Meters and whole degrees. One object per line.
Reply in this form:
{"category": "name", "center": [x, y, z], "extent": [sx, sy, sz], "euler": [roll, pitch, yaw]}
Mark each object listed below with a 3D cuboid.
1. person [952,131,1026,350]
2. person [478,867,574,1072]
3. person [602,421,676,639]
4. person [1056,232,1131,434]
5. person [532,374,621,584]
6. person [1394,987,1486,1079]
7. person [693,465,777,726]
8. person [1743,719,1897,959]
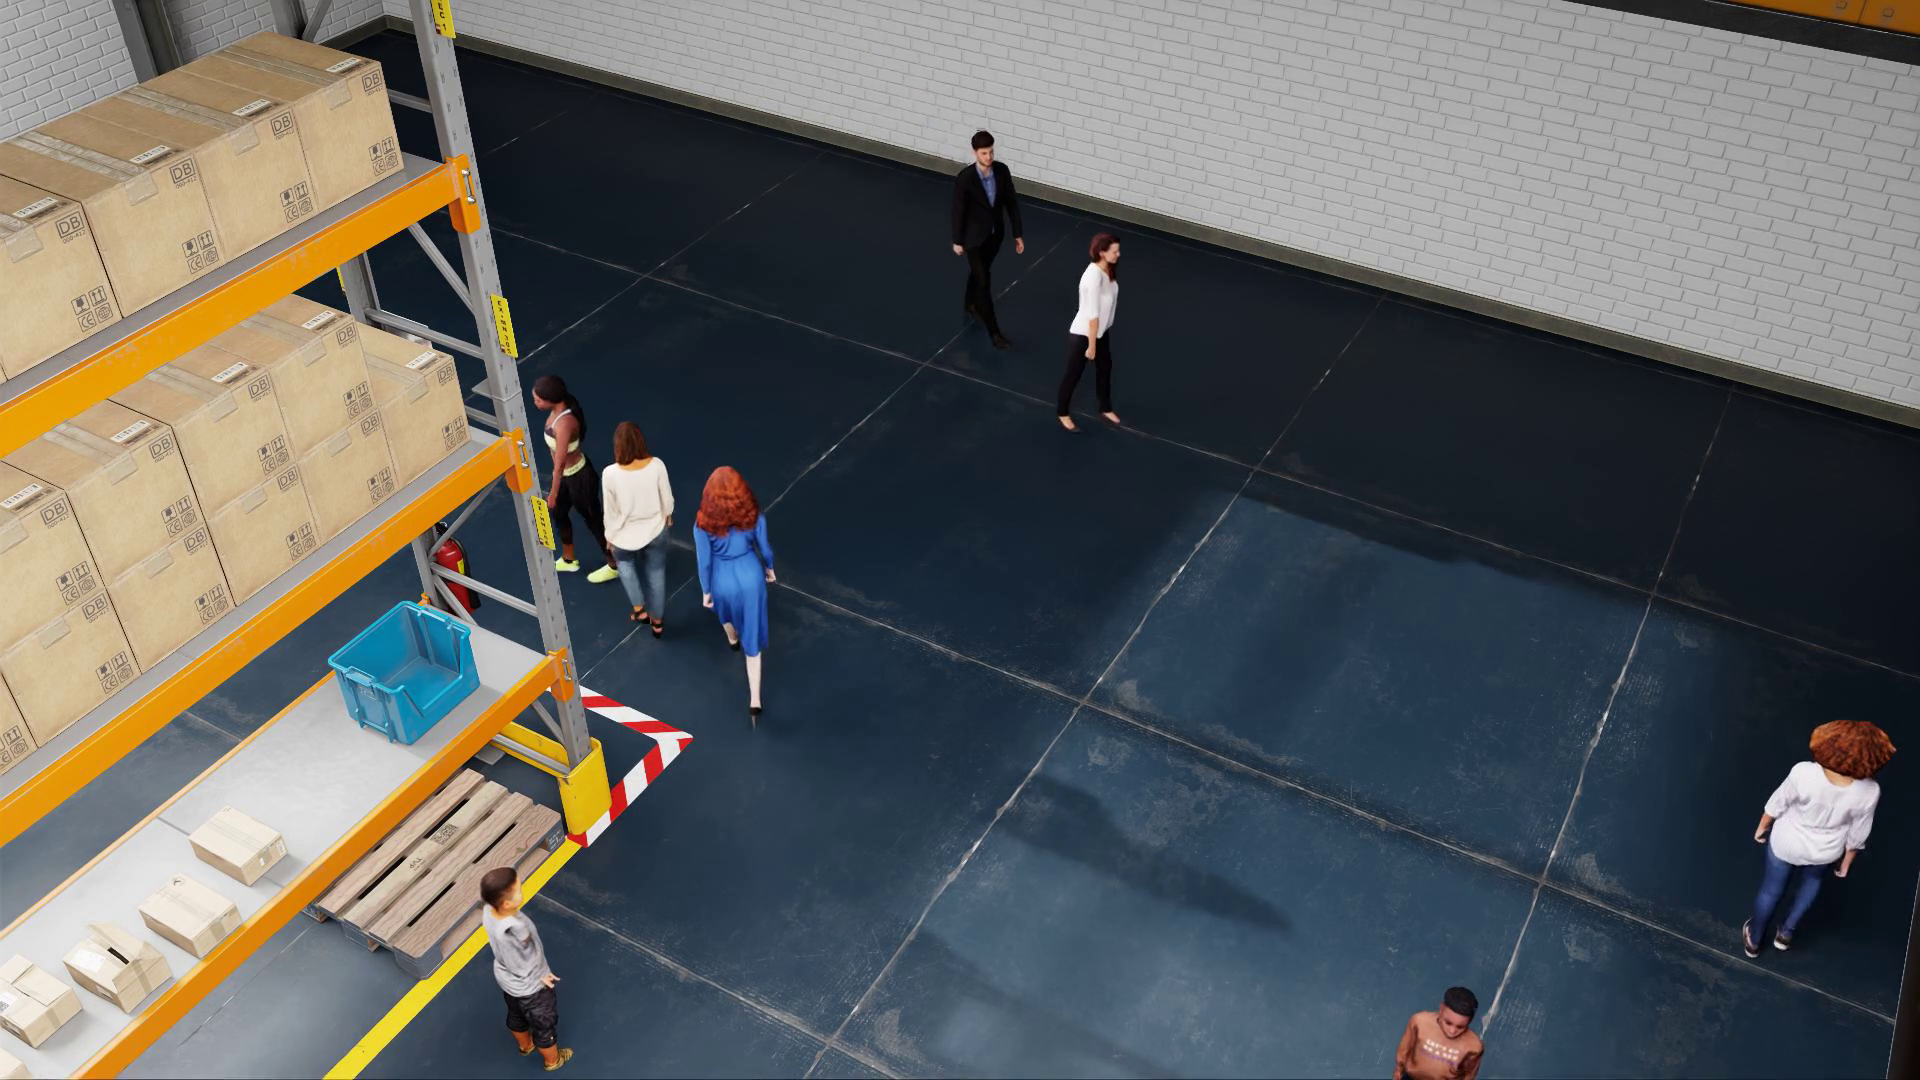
{"category": "person", "center": [0.163, -2.591, 14.000], "extent": [1.225, 1.840, 1.120], "euler": [-21, 43, -24]}
{"category": "person", "center": [-2.218, 2.139, 8.385], "extent": [0.599, 1.455, 0.533], "euler": [25, 45, 28]}
{"category": "person", "center": [-2.081, -0.005, 10.896], "extent": [0.738, 1.672, 0.818], "euler": [-14, 41, -16]}
{"category": "person", "center": [0.944, -1.593, 12.802], "extent": [0.738, 1.775, 0.774], "euler": [14, 41, 17]}
{"category": "person", "center": [-2.522, -0.413, 11.361], "extent": [0.897, 1.729, 0.827], "euler": [-11, 40, -14]}
{"category": "person", "center": [2.308, 2.544, 8.047], "extent": [0.520, 1.246, 0.601], "euler": [20, 43, 23]}
{"category": "person", "center": [-1.364, 0.386, 10.325], "extent": [1.038, 1.775, 1.186], "euler": [-5, 39, -6]}
{"category": "person", "center": [4.481, 1.651, 8.794], "extent": [0.679, 1.707, 0.627], "euler": [15, 41, 18]}
